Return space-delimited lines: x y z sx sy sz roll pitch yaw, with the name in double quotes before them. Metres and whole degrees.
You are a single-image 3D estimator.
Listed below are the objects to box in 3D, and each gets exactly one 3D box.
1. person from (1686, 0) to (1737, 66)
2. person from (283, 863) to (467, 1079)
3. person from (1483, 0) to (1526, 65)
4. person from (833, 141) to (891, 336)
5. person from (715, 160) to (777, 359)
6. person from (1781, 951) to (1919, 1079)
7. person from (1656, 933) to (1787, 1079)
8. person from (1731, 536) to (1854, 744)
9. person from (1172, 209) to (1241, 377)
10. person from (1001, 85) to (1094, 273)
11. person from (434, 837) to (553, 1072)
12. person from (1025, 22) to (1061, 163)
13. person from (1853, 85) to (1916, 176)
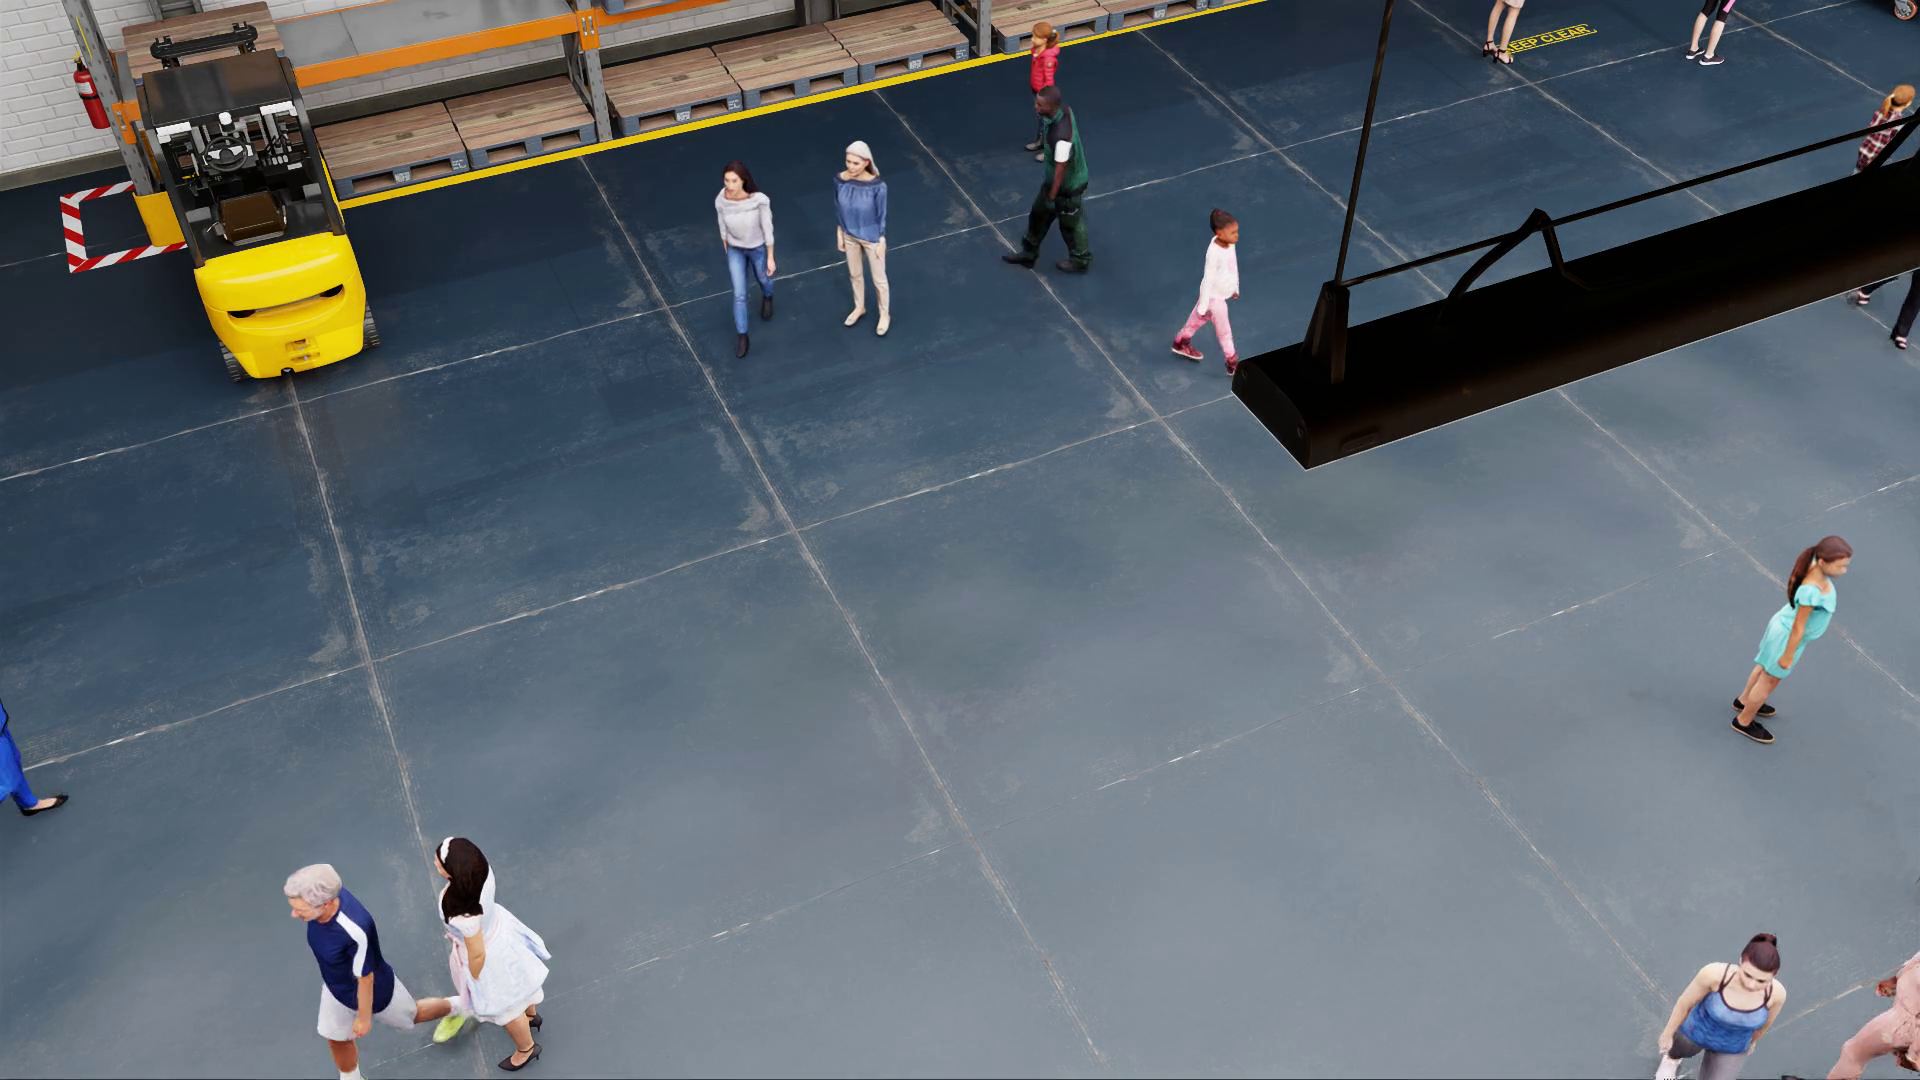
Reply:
"person" 7.574 -5.575 16.389 0.542 1.786 0.631 -22 48 -21
"person" -2.891 2.155 8.271 1.016 1.792 1.235 27 50 26
"person" 5.483 -5.601 16.386 0.489 1.829 0.569 -18 46 -18
"person" -0.757 -2.389 13.113 0.711 1.694 0.760 17 46 17
"person" -1.637 -2.300 13.092 1.075 1.593 1.002 4 44 4
"person" 4.735 2.375 8.110 1.062 1.696 1.108 22 48 22
"person" 3.702 2.390 8.185 1.003 1.571 1.112 18 46 18
"person" 5.040 0.575 10.100 0.702 1.558 0.630 19 47 19
"person" 1.911 -1.927 12.835 0.984 1.408 0.981 19 47 19
"person" 0.929 -2.906 13.584 1.124 1.791 0.953 0 44 0
"person" -2.350 2.072 8.339 0.849 1.818 0.812 -2 44 -2
"person" 0.775 -4.112 15.197 0.479 1.313 0.501 -16 46 -16
"person" 7.865 -3.313 14.377 0.747 1.288 0.596 -12 45 -12
